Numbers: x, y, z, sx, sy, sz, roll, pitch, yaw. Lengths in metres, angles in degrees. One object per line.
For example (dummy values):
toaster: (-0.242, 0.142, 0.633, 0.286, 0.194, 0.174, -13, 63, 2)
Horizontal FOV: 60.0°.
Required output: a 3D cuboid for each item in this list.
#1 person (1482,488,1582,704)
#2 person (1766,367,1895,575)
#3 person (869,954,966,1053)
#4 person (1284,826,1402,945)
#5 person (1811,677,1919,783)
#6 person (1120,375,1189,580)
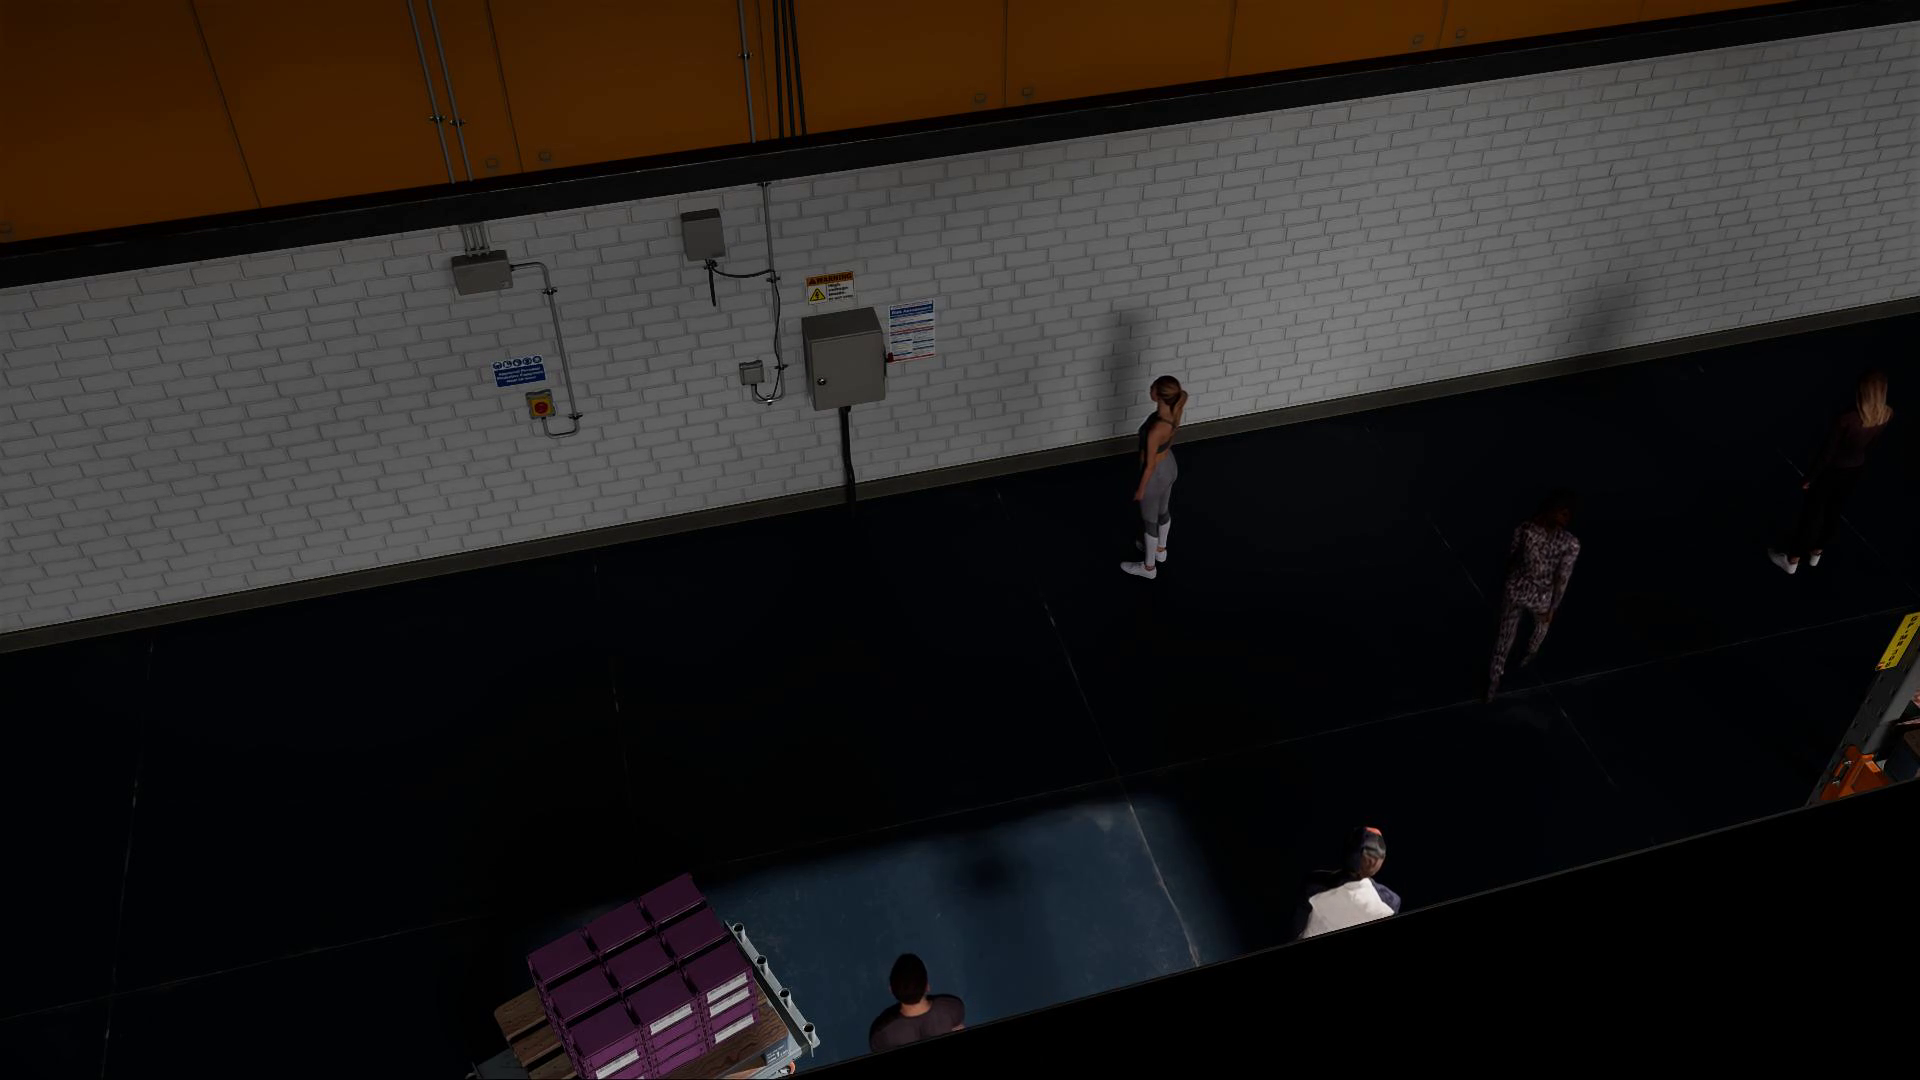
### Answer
person: (3.532, 0.388, 10.451, 0.900, 1.694, 0.952, 22, 48, 22)
person: (5.978, -0.458, 11.333, 0.598, 1.704, 0.493, -11, 45, -11)
person: (-0.202, 2.593, 8.023, 0.697, 1.851, 0.610, -19, 47, -19)
person: (1.895, 2.121, 8.489, 0.759, 1.892, 0.757, 9, 44, 9)
person: (5.607, 0.916, 9.815, 0.687, 1.808, 0.598, -7, 44, -8)
person: (1.345, -0.437, 11.311, 0.719, 1.703, 0.660, 22, 48, 22)
